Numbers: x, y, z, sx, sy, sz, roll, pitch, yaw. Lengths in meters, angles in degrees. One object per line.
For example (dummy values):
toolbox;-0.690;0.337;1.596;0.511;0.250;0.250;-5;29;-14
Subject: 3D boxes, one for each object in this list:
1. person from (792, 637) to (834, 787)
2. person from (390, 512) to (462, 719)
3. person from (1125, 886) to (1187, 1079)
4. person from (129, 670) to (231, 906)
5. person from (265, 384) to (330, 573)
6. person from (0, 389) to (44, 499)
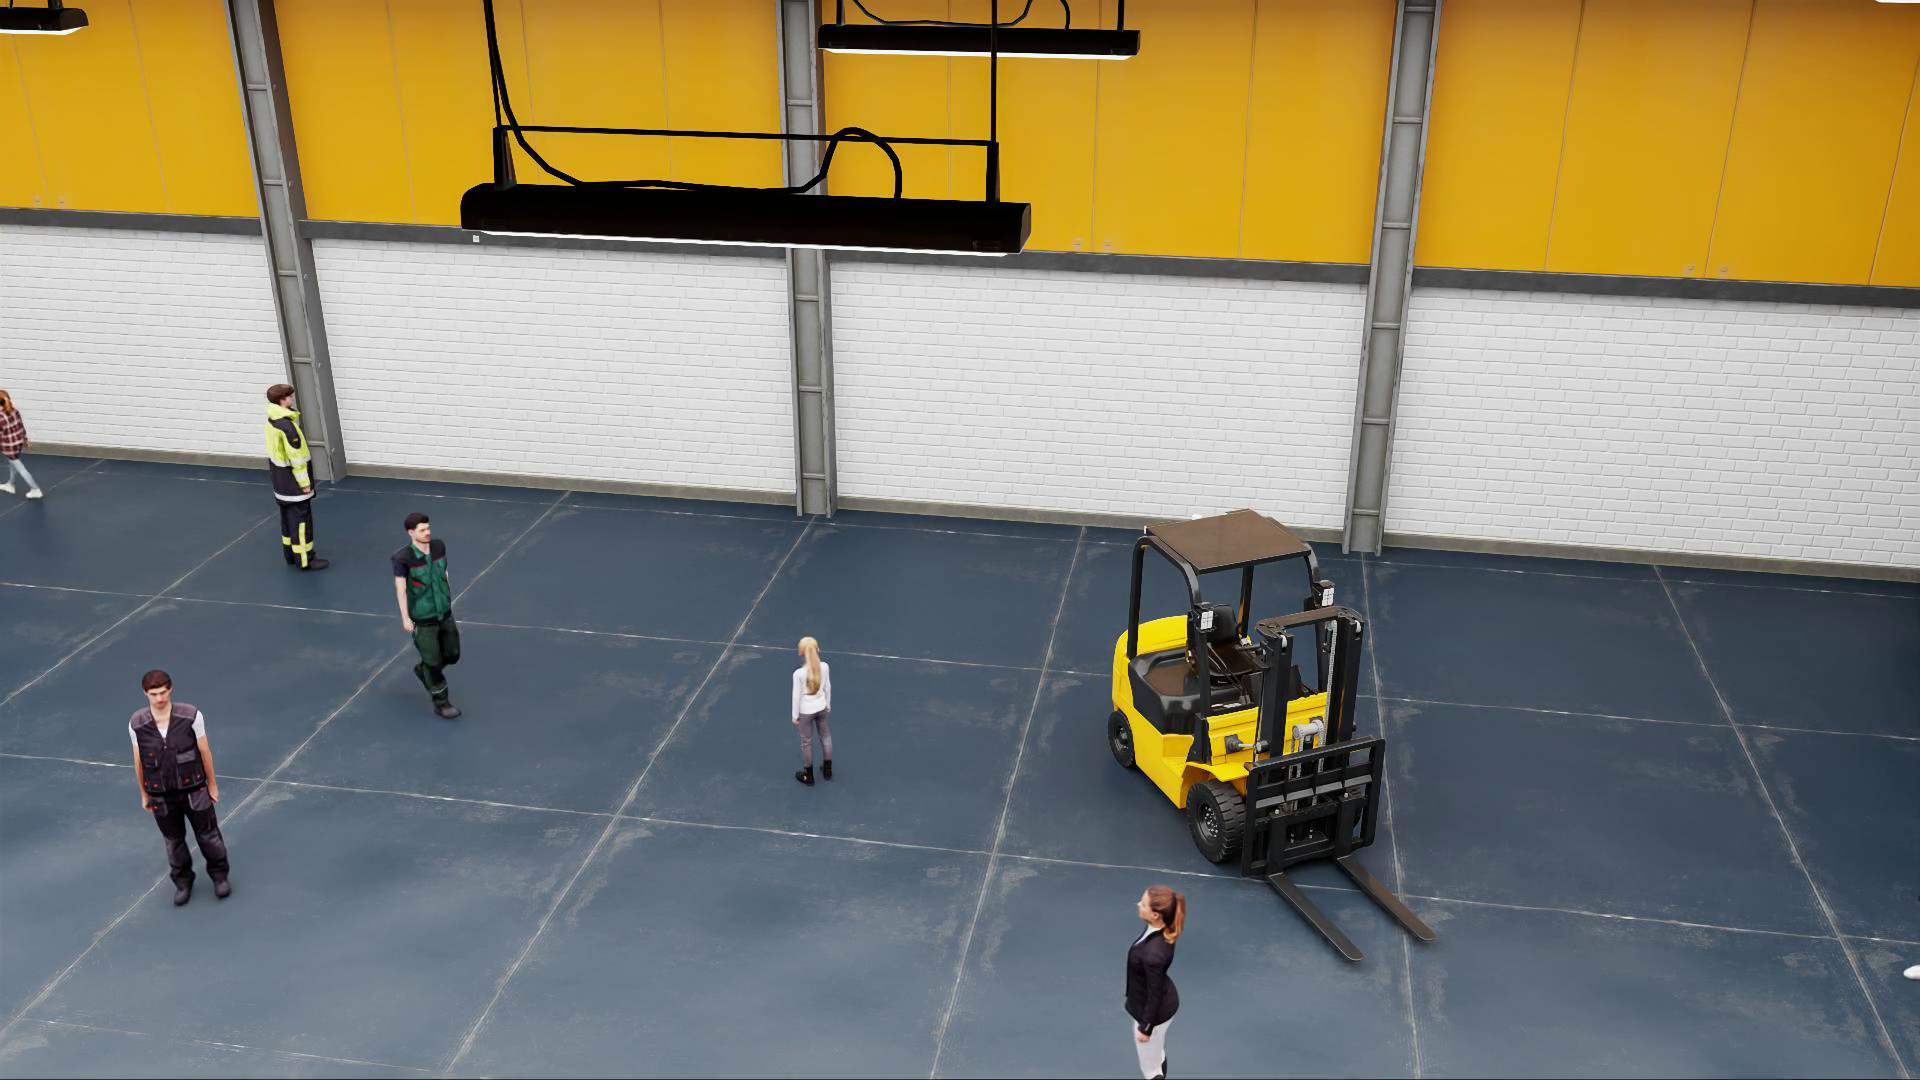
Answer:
person;-1.177;1.362;13.317;0.576;1.279;0.641;-14;27;-28
person;-4.612;0.624;14.251;1.009;1.884;0.878;15;28;31
person;1.112;2.731;9.623;0.537;1.729;0.567;4;24;10
person;-5.526;1.735;11.761;0.696;1.843;0.811;-7;25;-16
person;-6.865;-0.658;17.063;0.929;1.981;0.843;-19;30;-36
person;-10.708;-1.062;18.867;0.903;1.275;0.596;7;25;15
